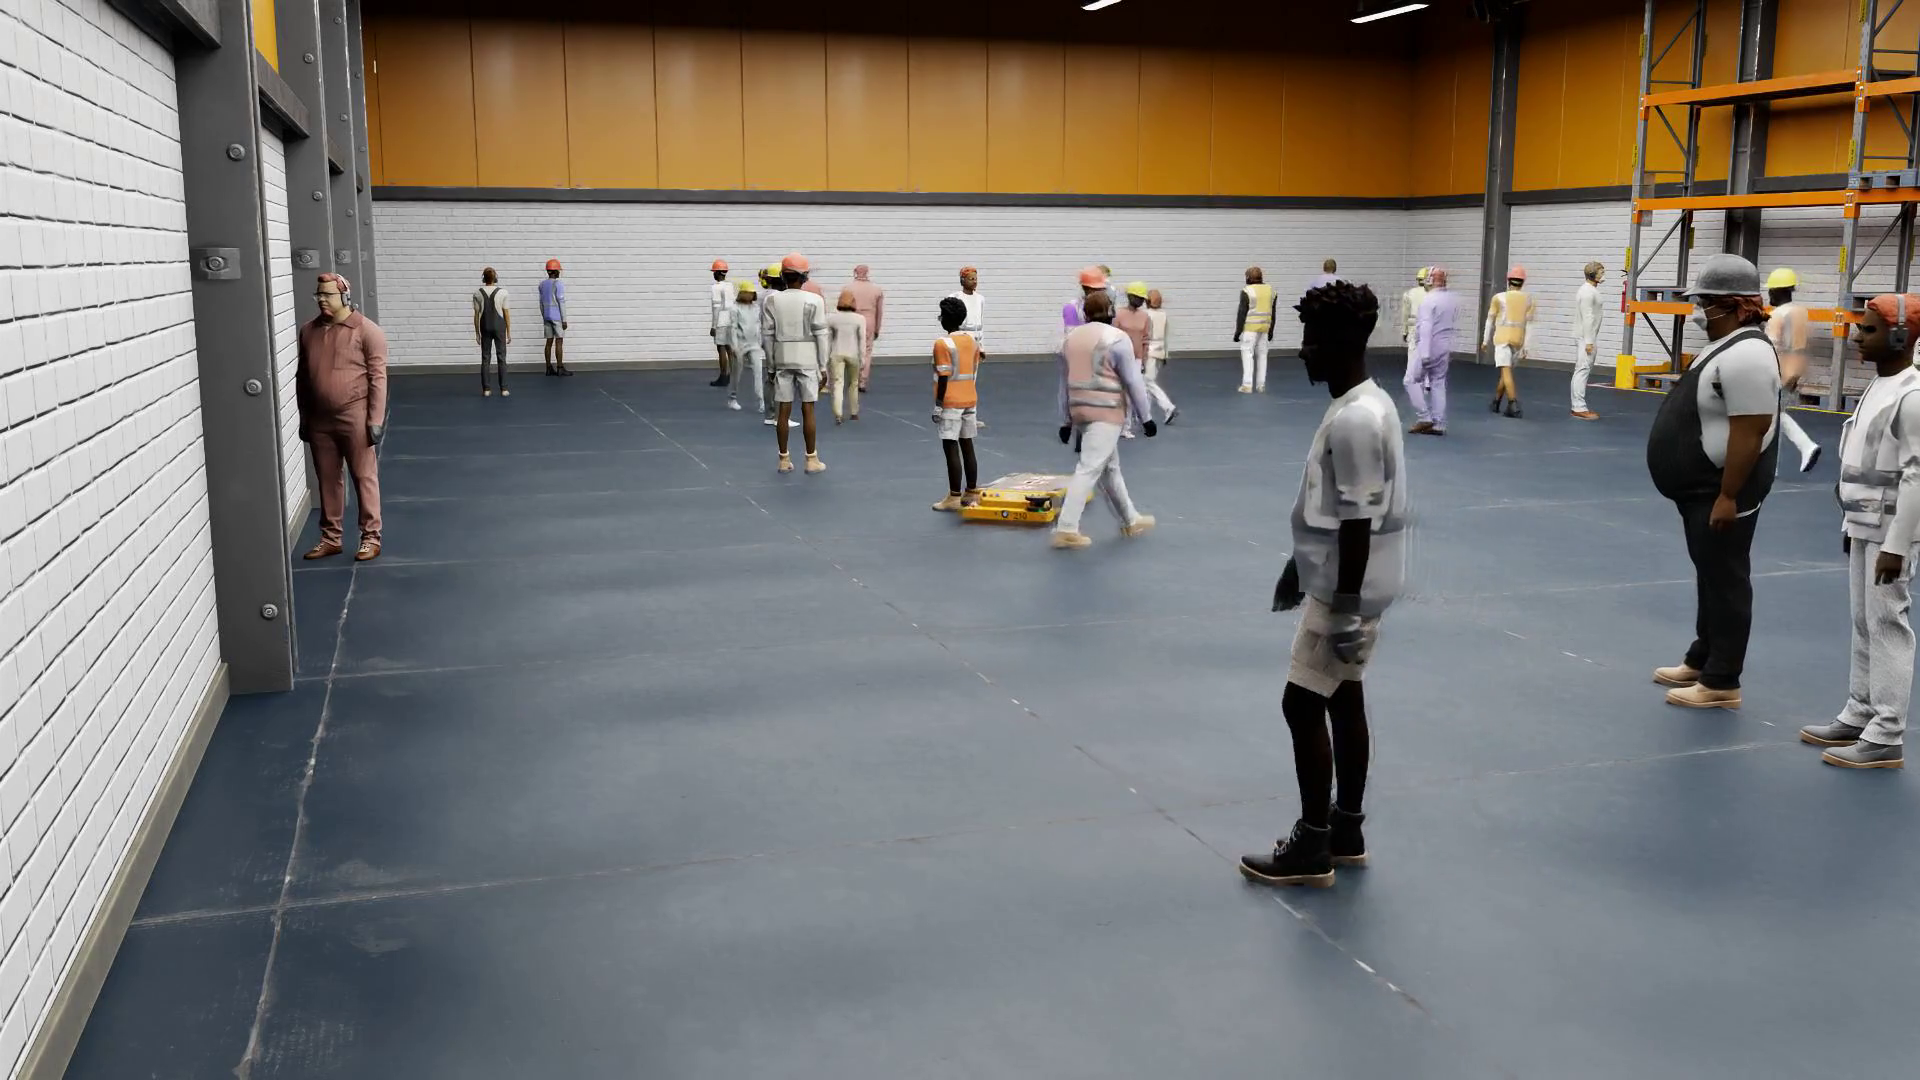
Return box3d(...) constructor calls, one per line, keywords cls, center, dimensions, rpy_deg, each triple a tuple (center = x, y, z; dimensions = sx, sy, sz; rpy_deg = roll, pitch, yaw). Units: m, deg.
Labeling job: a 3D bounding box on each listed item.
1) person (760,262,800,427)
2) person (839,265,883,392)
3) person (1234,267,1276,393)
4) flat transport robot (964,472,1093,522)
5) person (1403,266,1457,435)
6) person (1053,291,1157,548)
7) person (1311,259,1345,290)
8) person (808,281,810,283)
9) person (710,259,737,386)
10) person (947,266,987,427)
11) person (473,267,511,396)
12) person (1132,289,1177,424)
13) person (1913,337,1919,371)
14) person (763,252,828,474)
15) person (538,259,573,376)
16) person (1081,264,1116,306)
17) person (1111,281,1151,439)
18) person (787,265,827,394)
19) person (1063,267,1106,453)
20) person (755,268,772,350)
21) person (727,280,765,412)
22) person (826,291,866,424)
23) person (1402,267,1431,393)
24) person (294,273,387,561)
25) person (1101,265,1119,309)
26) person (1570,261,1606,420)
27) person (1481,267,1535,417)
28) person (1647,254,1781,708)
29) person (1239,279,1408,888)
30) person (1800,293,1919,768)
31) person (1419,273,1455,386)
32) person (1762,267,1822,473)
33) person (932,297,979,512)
box3d(cls="person", center=(-2.144, -2.296, 19.600), dimensions=(0.372, 1.928, 0.584), rpy_deg=(-6, 11, -30))
box3d(cls="person", center=(-1.486, -3.134, 24.654), dimensions=(0.664, 1.851, 0.893), rpy_deg=(-2, 10, -9))
box3d(cls="person", center=(4.308, -3.053, 24.306), dimensions=(0.678, 1.828, 0.430), rpy_deg=(-5, 11, -27))
box3d(cls="flat transport robot", center=(0.565, -0.352, 13.139), dimensions=(0.652, 0.197, 1.431), rpy_deg=(3, 10, 18))
box3d(cls="person", center=(5.261, -2.116, 18.661), dimensions=(0.660, 1.886, 0.507), rpy_deg=(-8, 13, -40))
box3d(cls="person", center=(1.003, -0.847, 11.675), dimensions=(1.001, 1.776, 0.638), rpy_deg=(-6, 12, -32))
box3d(cls="person", center=(6.480, -3.973, 29.281), dimensions=(0.635, 1.936, 0.356), rpy_deg=(7, 12, 34))
box3d(cls="person", center=(-2.672, -3.649, 28.475), dimensions=(0.502, 1.557, 0.892), rpy_deg=(-8, 13, -40))
box3d(cls="person", center=(-3.659, -3.326, 25.536), dimensions=(0.357, 1.938, 0.542), rpy_deg=(5, 11, 25))
box3d(cls="person", center=(0.081, -2.233, 19.370), dimensions=(0.357, 1.883, 0.573), rpy_deg=(9, 13, 43))
box3d(cls="person", center=(-6.675, -2.965, 23.760), dimensions=(0.501, 1.839, 0.341), rpy_deg=(-1, 10, -5))
box3d(cls="person", center=(2.337, -2.187, 19.869), dimensions=(0.510, 1.618, 0.732), rpy_deg=(-9, 13, -43))
box3d(cls="person", center=(6.966, -0.905, 11.773), dimensions=(0.546, 1.852, 0.609), rpy_deg=(2, 10, 9))
box3d(cls="person", center=(-1.513, -1.630, 15.401), dimensions=(0.607, 2.048, 0.365), rpy_deg=(2, 10, 13))
box3d(cls="person", center=(-6.721, -3.682, 27.597), dimensions=(0.542, 1.938, 0.357), rpy_deg=(6, 12, 32))
box3d(cls="person", center=(1.876, -2.765, 22.440), dimensions=(0.646, 1.894, 0.991), rpy_deg=(-8, 13, -40))
box3d(cls="person", center=(1.830, -2.001, 18.443), dimensions=(0.563, 1.734, 0.544), rpy_deg=(-4, 10, -21))
box3d(cls="person", center=(-2.256, -3.099, 24.256), dimensions=(0.610, 1.926, 1.100), rpy_deg=(-6, 11, -31))
box3d(cls="person", center=(1.290, -1.813, 16.911), dimensions=(0.567, 1.905, 0.504), rpy_deg=(-8, 12, -38))
box3d(cls="person", center=(-2.551, -2.828, 22.956), dimensions=(0.555, 1.837, 0.764), rpy_deg=(-3, 10, -17))
box3d(cls="person", center=(-2.761, -2.499, 21.457), dimensions=(0.516, 1.701, 0.892), rpy_deg=(-7, 12, -37))
box3d(cls="person", center=(-1.375, -2.188, 19.946), dimensions=(0.510, 1.593, 0.833), rpy_deg=(1, 10, 4))
box3d(cls="person", center=(6.767, -3.062, 24.315), dimensions=(0.600, 1.829, 0.404), rpy_deg=(6, 12, 32))
box3d(cls="person", center=(-4.126, -0.810, 11.061), dimensions=(0.643, 1.909, 0.410), rpy_deg=(2, 10, 11))
box3d(cls="person", center=(2.330, -3.594, 27.386), dimensions=(0.591, 1.834, 0.404), rpy_deg=(1, 10, 6))
box3d(cls="person", center=(7.736, -2.455, 20.490), dimensions=(0.371, 1.941, 0.627), rpy_deg=(3, 10, 18))
box3d(cls="person", center=(6.935, -2.492, 20.917), dimensions=(0.557, 1.876, 1.041), rpy_deg=(-1, 10, -6))
box3d(cls="person", center=(3.391, -0.267, 7.528), dimensions=(0.536, 2.000, 0.683), rpy_deg=(3, 10, 17))
box3d(cls="person", center=(1.198, 0.141, 5.408), dimensions=(0.474, 1.955, 0.623), rpy_deg=(3, 10, 19))
box3d(cls="person", center=(3.655, -0.030, 6.615), dimensions=(0.356, 1.883, 0.573), rpy_deg=(3, 10, 14))
box3d(cls="person", center=(7.307, -3.237, 25.542), dimensions=(0.539, 1.760, 0.340), rpy_deg=(2, 10, 12))
box3d(cls="person", center=(7.464, -1.501, 15.045), dimensions=(0.611, 1.911, 0.577), rpy_deg=(-7, 12, -36))
box3d(cls="person", center=(-0.045, -1.071, 13.175), dimensions=(0.317, 1.695, 0.540), rpy_deg=(6, 12, 32))
